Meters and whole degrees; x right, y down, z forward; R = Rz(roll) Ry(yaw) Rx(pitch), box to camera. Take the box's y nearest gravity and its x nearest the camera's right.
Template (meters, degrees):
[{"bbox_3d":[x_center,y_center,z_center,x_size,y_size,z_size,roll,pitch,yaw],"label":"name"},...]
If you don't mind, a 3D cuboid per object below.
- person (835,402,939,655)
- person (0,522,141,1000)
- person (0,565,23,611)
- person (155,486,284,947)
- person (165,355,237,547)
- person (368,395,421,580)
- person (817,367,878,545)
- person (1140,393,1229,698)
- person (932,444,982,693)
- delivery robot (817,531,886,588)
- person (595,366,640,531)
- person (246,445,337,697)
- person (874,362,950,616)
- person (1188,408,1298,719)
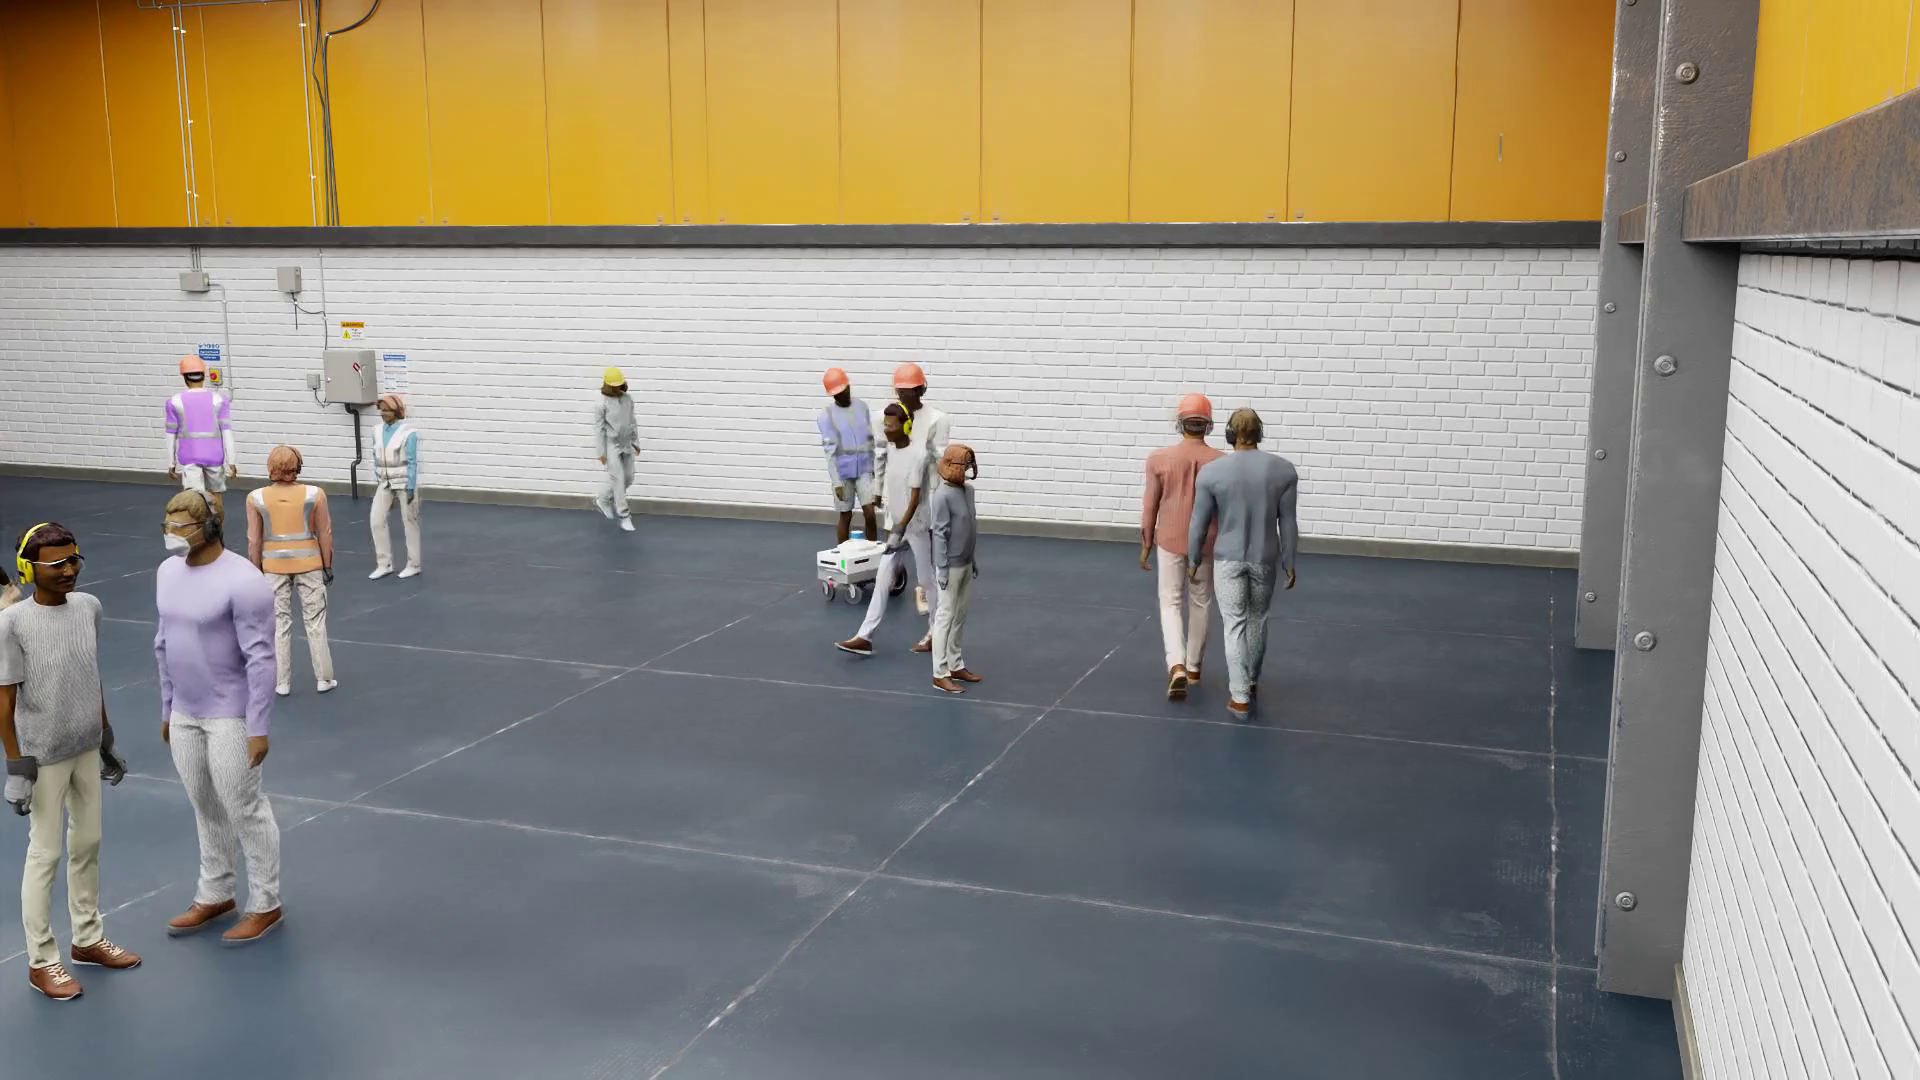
[{"bbox_3d":[-0.452,-0.056,11.751,0.928,1.817,0.498,-8,13,-39],"label":"person"},{"bbox_3d":[-3.522,0.845,6.545,0.309,1.868,0.535,3,11,18],"label":"person"},{"bbox_3d":[-7.867,-0.202,13.047,0.533,1.656,0.864,5,11,26],"label":"person"},{"bbox_3d":[-3.127,0.731,6.988,0.631,1.938,0.366,5,11,28],"label":"person"},{"bbox_3d":[-7.108,-0.775,15.558,0.575,1.902,0.854,-6,11,-29],"label":"person"},{"bbox_3d":[-4.967,-0.448,14.499,0.546,1.615,0.589,5,11,25],"label":"person"},{"bbox_3d":[-0.949,-0.572,14.510,0.645,1.877,0.530,-6,12,-31],"label":"person"},{"bbox_3d":[1.499,0.039,10.843,0.611,1.968,0.888,0,10,1],"label":"person"},{"bbox_3d":[-0.021,0.175,10.980,0.267,1.632,0.509,5,11,25],"label":"person"},{"bbox_3d":[-0.853,0.168,13.796,0.477,0.478,0.707,8,13,39],"label":"delivery robot"},{"bbox_3d":[-3.594,-0.955,17.158,0.657,1.698,0.546,8,13,36],"label":"person"},{"bbox_3d":[-4.332,0.204,10.798,0.513,1.642,0.313,-3,10,-15],"label":"person"},{"bbox_3d":[-0.373,-0.430,13.323,0.607,2.021,0.669,1,10,3],"label":"person"},{"bbox_3d":[1.755,0.119,10.486,0.657,1.919,0.719,-1,10,-4],"label":"person"}]
